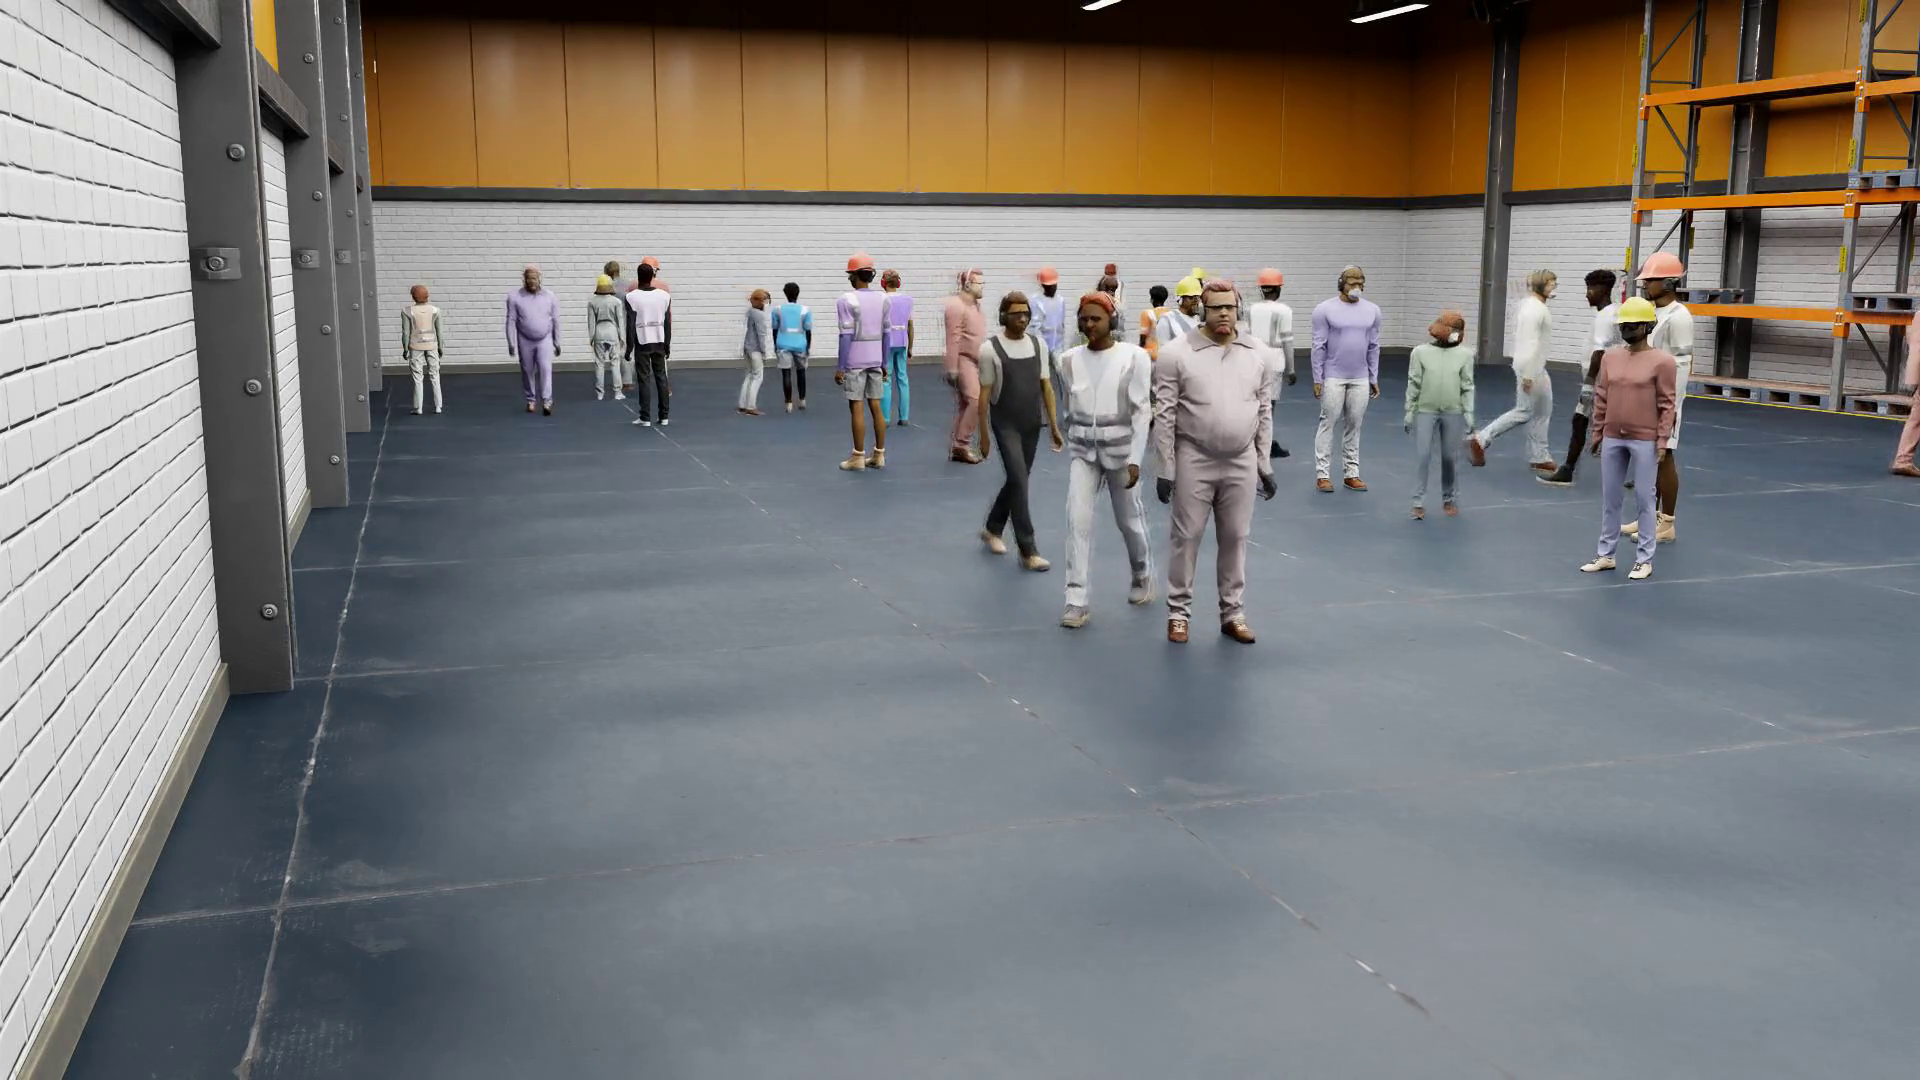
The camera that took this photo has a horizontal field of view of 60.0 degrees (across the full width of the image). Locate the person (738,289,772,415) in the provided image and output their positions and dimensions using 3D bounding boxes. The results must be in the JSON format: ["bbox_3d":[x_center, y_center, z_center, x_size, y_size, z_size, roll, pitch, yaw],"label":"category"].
[{"bbox_3d":[-2.584,-2.364,20.949,0.414,1.596,0.606,-4,10,-21],"label":"person"}]

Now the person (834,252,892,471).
[{"bbox_3d":[-0.929,-1.665,15.617,0.616,2.041,0.378,-9,13,-42],"label":"person"}]

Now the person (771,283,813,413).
[{"bbox_3d":[-2.173,-2.488,21.512,0.537,1.648,0.837,-1,10,-6],"label":"person"}]

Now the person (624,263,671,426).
[{"bbox_3d":[-3.683,-2.306,19.686,0.587,1.920,0.391,-7,12,-37],"label":"person"}]

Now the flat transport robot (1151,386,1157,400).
[{"bbox_3d":[2.595,-1.895,22.073,0.652,0.197,1.431,6,11,30],"label":"flat transport robot"}]

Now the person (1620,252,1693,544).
[{"bbox_3d":[4.898,-0.994,11.728,0.383,2.041,0.616,0,10,2],"label":"person"}]

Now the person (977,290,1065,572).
[{"bbox_3d":[0.348,-0.740,10.970,0.531,1.811,0.938,-6,12,-31],"label":"person"}]

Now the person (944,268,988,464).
[{"bbox_3d":[0.111,-1.675,16.111,0.524,1.886,0.673,4,11,22],"label":"person"}]

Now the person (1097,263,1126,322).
[{"bbox_3d":[2.752,-4.055,29.982,0.579,1.868,0.621,-5,11,-26],"label":"person"}]

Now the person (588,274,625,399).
[{"bbox_3d":[-4.932,-2.829,23.227,0.492,1.740,0.325,0,10,-1],"label":"person"}]

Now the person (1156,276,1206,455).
[{"bbox_3d":[2.026,-1.432,14.872,0.588,1.833,0.404,-7,12,-33],"label":"person"}]

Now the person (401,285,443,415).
[{"bbox_3d":[-6.791,-2.398,21.035,0.522,1.637,0.306,-7,12,-33],"label":"person"}]

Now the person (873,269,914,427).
[{"bbox_3d":[-0.795,-2.242,19.527,0.571,1.845,0.382,-6,11,-30],"label":"person"}]

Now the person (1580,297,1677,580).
[{"bbox_3d":[4.216,-0.639,10.476,0.311,1.768,0.533,-8,12,-37],"label":"person"}]

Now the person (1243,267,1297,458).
[{"bbox_3d":[2.963,-1.711,16.291,0.921,1.911,0.538,-8,13,-38],"label":"person"}]

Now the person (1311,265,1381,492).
[{"bbox_3d":[3.306,-1.376,14.253,0.627,1.938,0.373,-2,10,-12],"label":"person"}]

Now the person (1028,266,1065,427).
[{"bbox_3d":[1.075,-2.209,19.223,0.559,1.875,0.986,-7,12,-34],"label":"person"}]

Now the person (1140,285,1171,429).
[{"bbox_3d":[2.294,-2.111,19.254,0.566,1.666,0.427,-4,11,-24],"label":"person"}]

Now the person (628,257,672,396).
[{"bbox_3d":[-4.404,-3.031,23.691,0.613,1.984,0.402,1,10,3],"label":"person"}]

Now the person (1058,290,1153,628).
[{"bbox_3d":[0.830,-0.478,9.343,0.571,1.851,0.959,4,11,23],"label":"person"}]

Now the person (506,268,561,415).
[{"bbox_3d":[-5.408,-2.518,21.114,0.670,1.852,1.017,-3,10,-15],"label":"person"}]

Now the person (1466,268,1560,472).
[{"bbox_3d":[5.234,-1.573,15.492,0.851,1.913,0.630,3,10,19],"label":"person"}]

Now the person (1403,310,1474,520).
[{"bbox_3d":[3.685,-0.963,12.849,0.543,1.607,0.538,0,10,2],"label":"person"}]

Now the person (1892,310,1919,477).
[{"bbox_3d":[8.846,-1.444,14.855,0.676,1.858,0.942,-7,12,-34],"label":"person"}]

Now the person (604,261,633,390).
[{"bbox_3d":[-5.146,-3.192,24.808,0.608,1.918,0.654,3,10,17],"label":"person"}]

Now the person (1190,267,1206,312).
[{"bbox_3d":[3.727,-3.343,25.980,0.611,1.817,0.466,6,11,30],"label":"person"}]

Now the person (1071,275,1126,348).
[{"bbox_3d":[1.667,-2.252,19.782,0.668,1.778,0.963,-6,12,-33],"label":"person"}]

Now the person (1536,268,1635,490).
[{"bbox_3d":[5.608,-1.384,14.382,0.997,1.919,0.633,4,10,21],"label":"person"}]

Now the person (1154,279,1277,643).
[{"bbox_3d":[1.346,-0.393,8.718,0.672,1.919,0.431,-2,10,-11],"label":"person"}]
